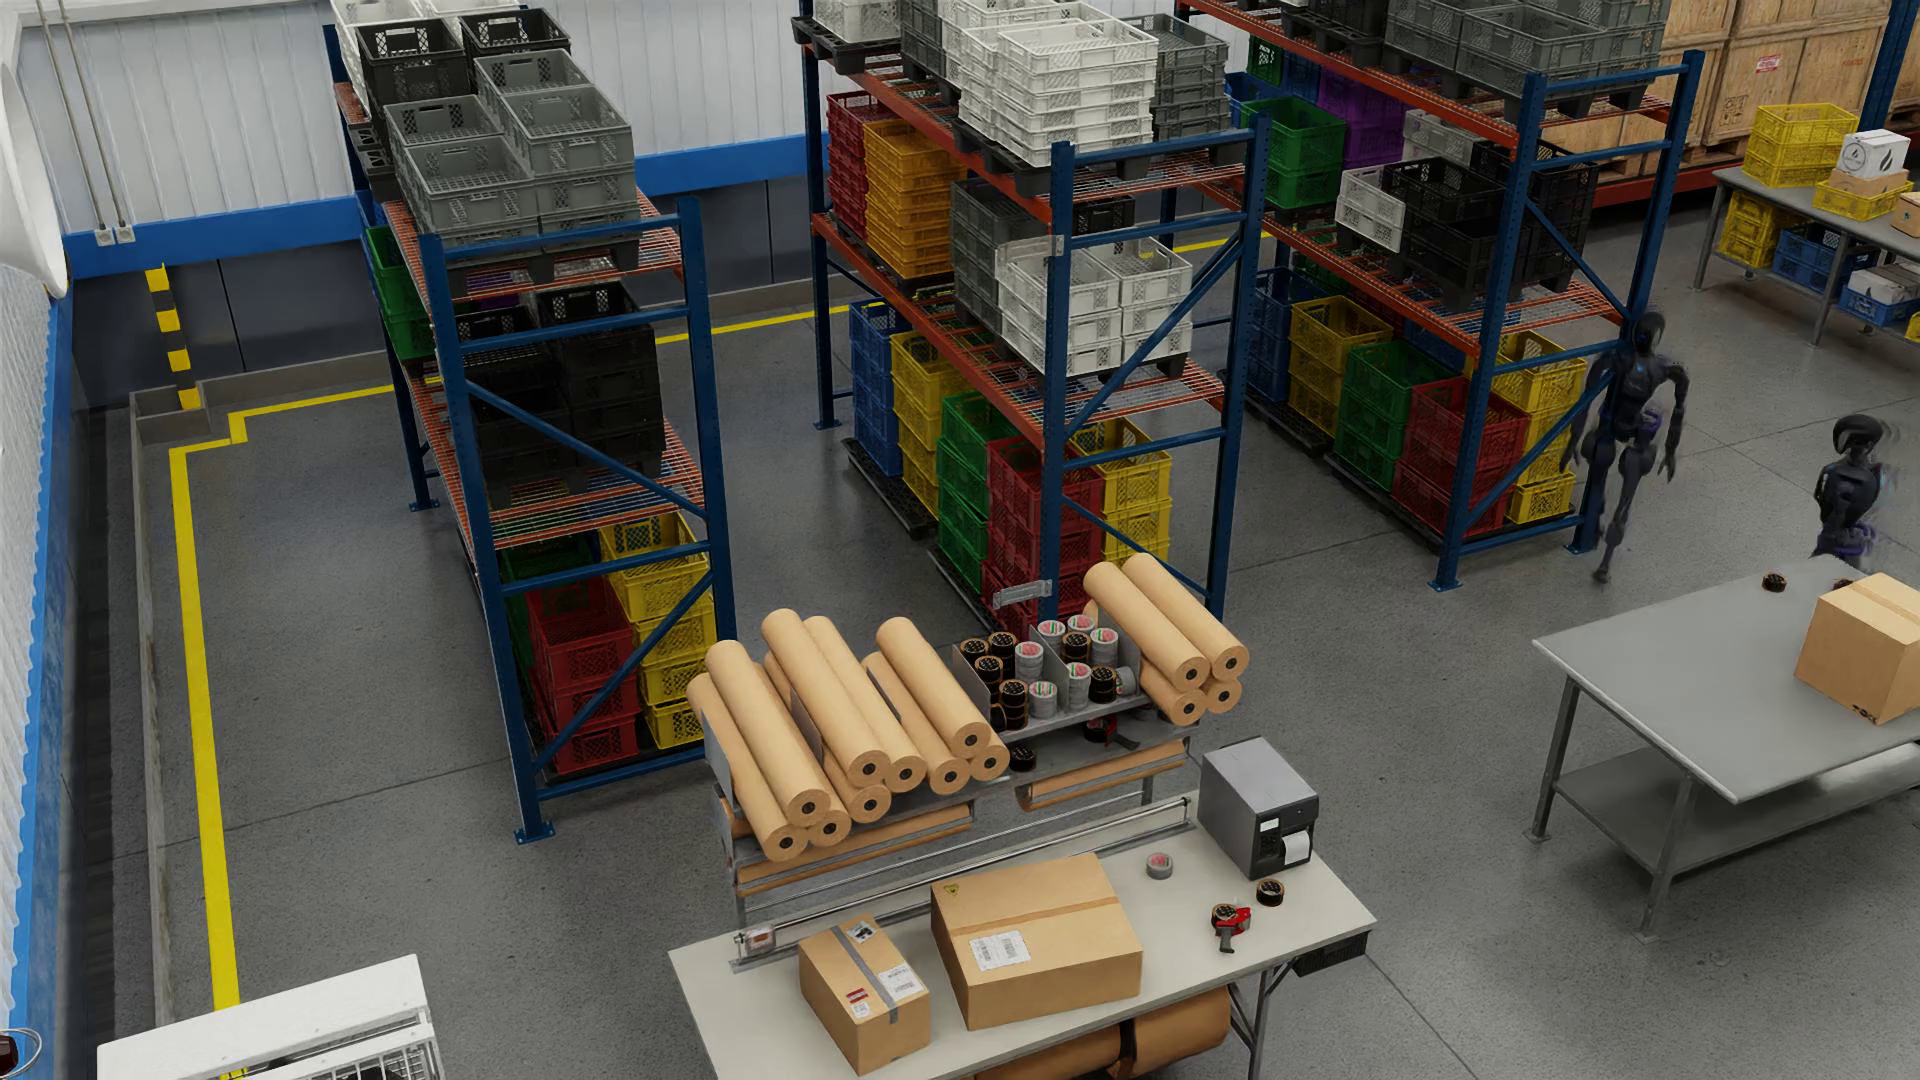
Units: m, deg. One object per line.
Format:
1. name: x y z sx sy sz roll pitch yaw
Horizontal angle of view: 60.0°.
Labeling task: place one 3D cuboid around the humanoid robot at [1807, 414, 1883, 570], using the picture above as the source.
1. humanoid robot: 4.444 0.103 8.466 0.443 1.647 0.599 18 36 26

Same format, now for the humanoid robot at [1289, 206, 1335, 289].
1. humanoid robot: 2.826 -2.756 13.105 0.565 1.653 0.344 -2 32 -3

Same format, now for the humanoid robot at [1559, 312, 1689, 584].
1. humanoid robot: 3.802 -0.546 9.562 0.582 1.615 0.791 19 36 28
